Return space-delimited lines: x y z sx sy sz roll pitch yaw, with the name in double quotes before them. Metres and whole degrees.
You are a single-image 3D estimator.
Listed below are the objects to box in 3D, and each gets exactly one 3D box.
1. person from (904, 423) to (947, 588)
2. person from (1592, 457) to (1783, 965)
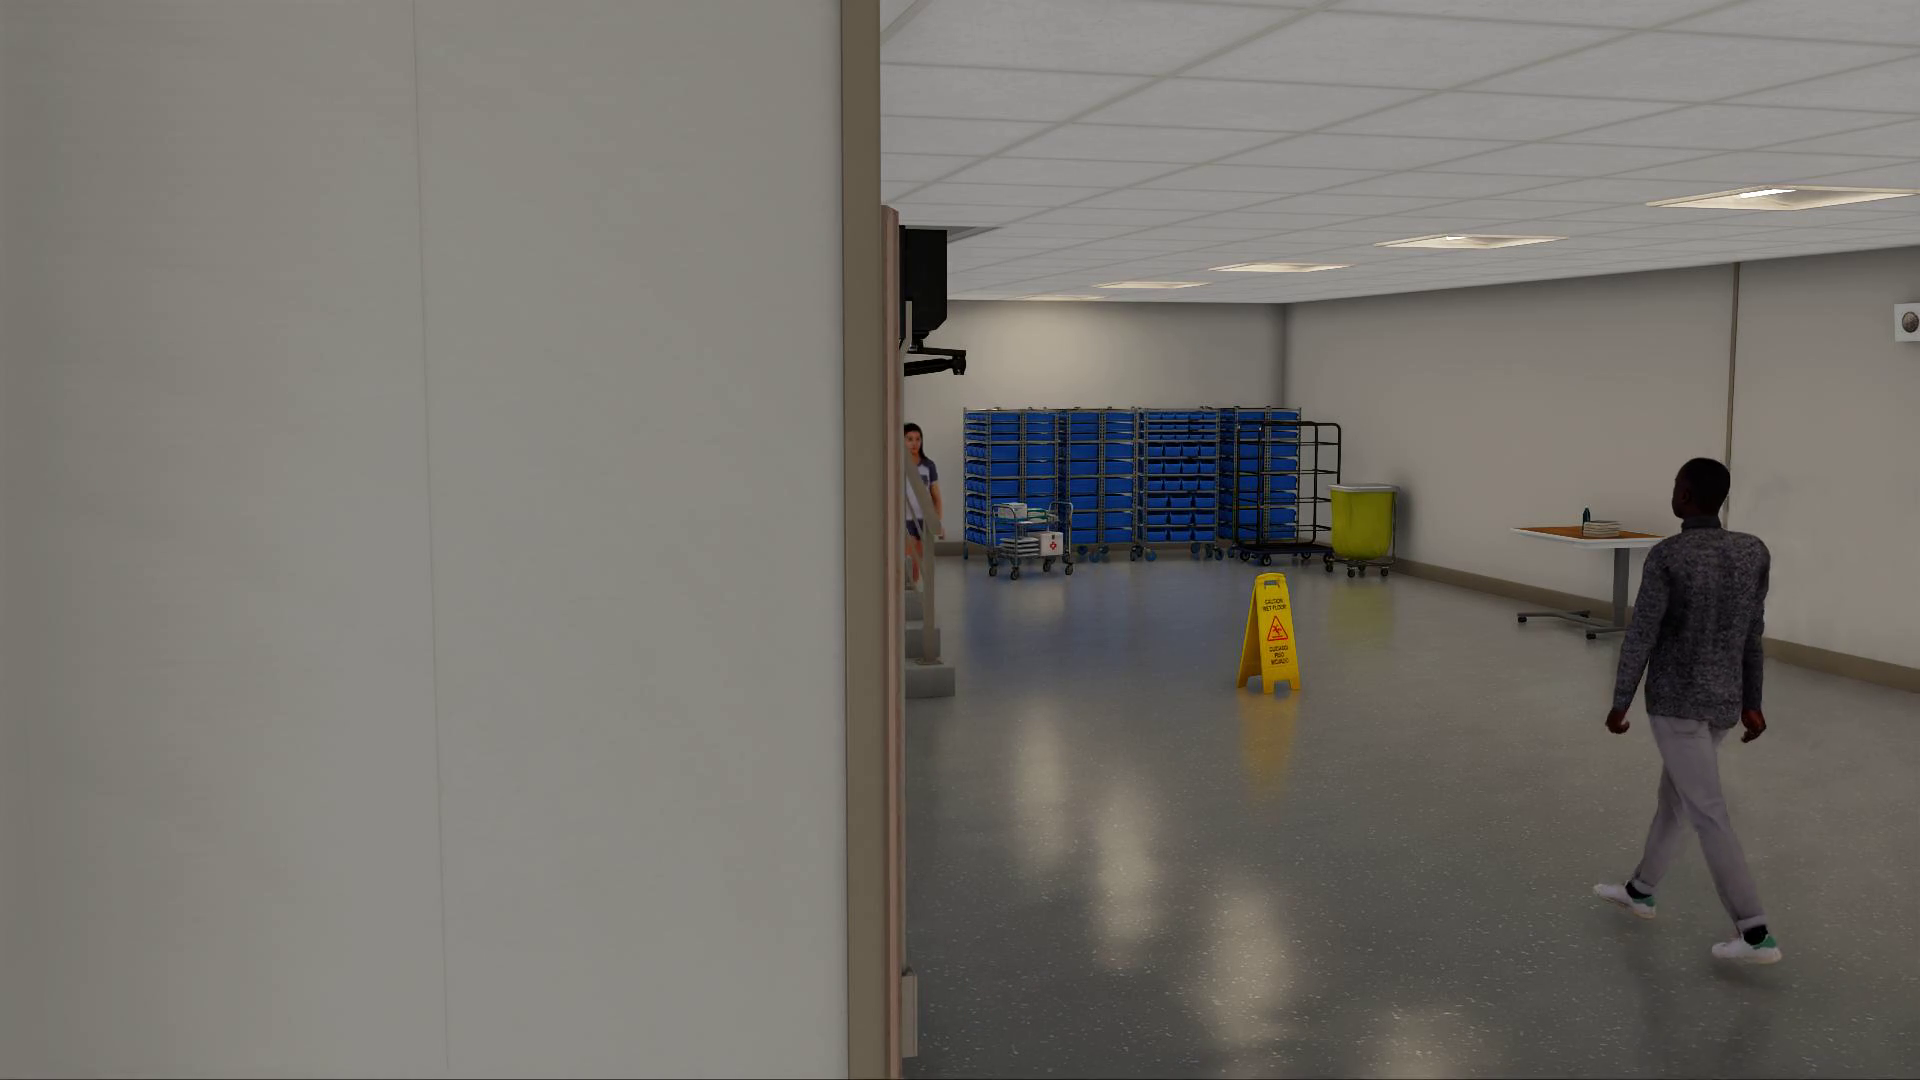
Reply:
"person" -0.421 -0.082 13.746 0.701 1.688 1.130 -2 6 -23
"person" 2.726 0.640 6.028 0.797 1.797 1.199 -2 6 -21
